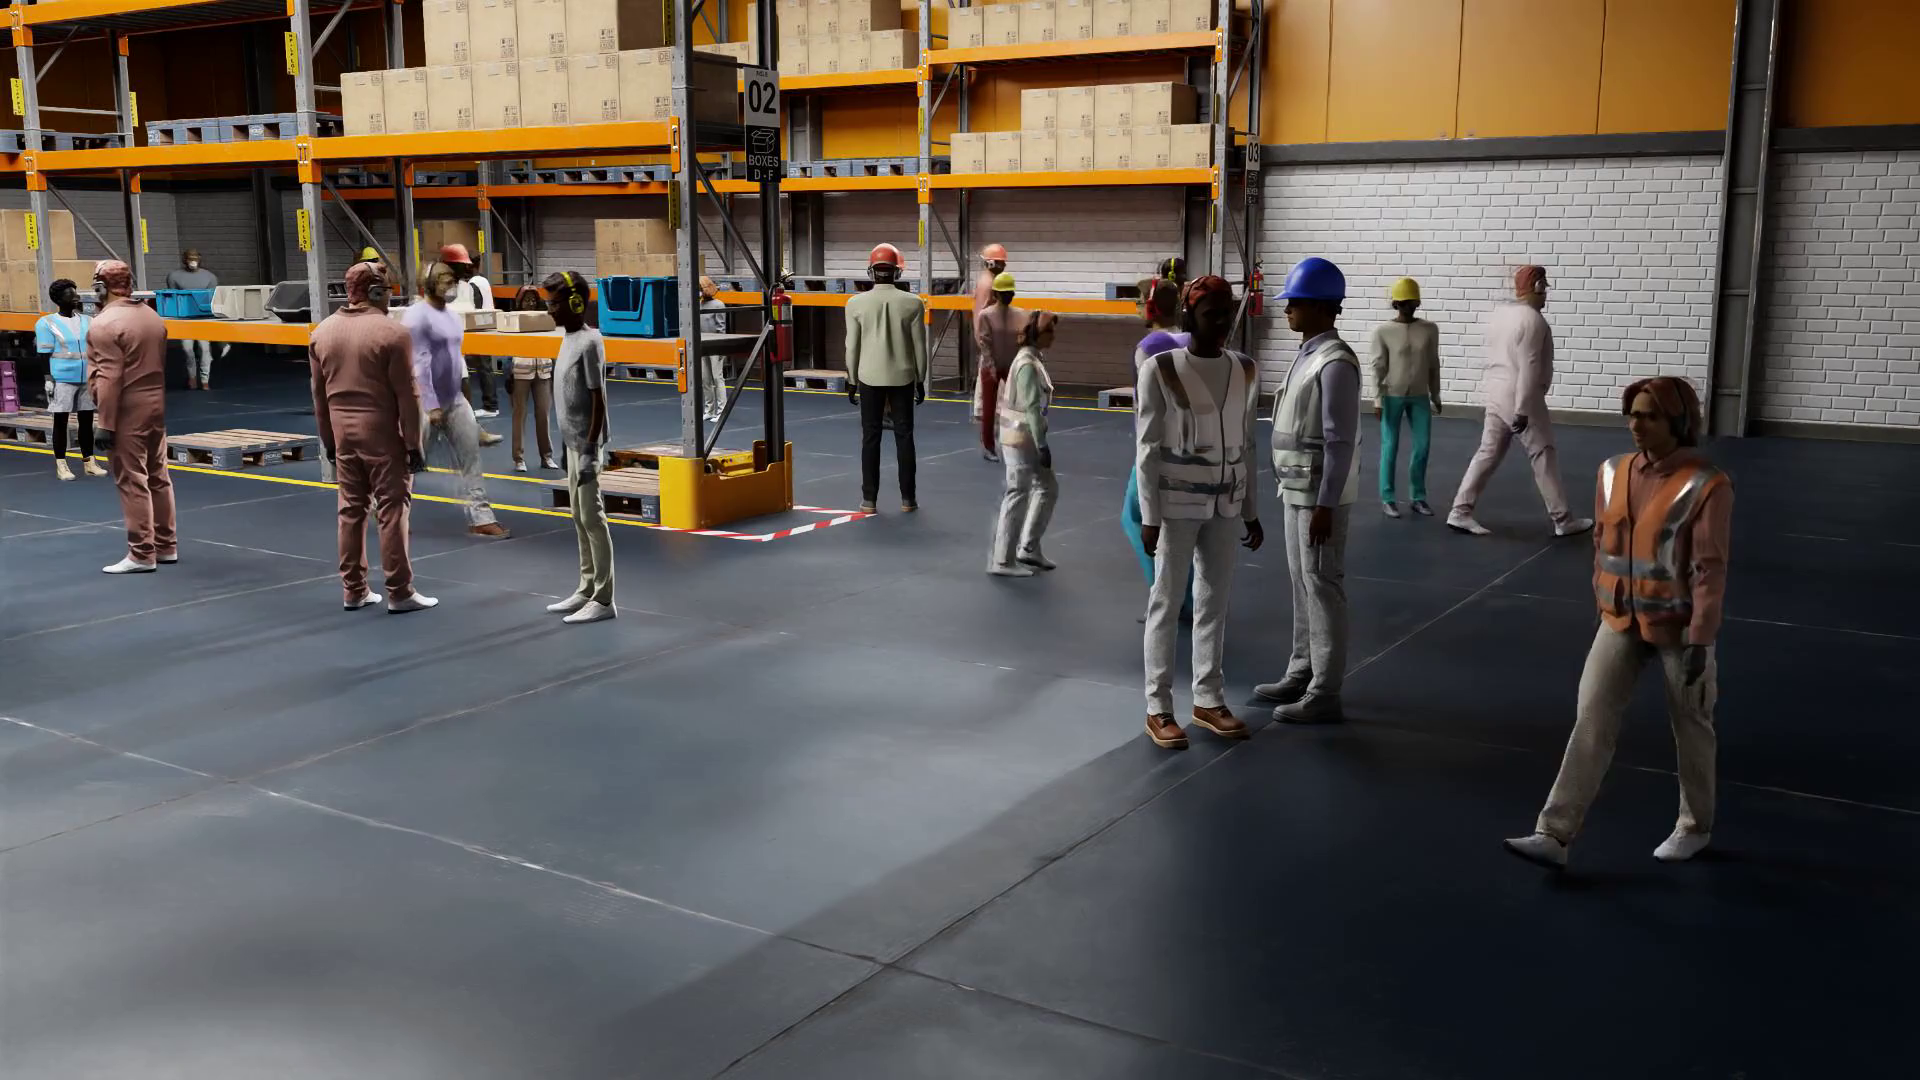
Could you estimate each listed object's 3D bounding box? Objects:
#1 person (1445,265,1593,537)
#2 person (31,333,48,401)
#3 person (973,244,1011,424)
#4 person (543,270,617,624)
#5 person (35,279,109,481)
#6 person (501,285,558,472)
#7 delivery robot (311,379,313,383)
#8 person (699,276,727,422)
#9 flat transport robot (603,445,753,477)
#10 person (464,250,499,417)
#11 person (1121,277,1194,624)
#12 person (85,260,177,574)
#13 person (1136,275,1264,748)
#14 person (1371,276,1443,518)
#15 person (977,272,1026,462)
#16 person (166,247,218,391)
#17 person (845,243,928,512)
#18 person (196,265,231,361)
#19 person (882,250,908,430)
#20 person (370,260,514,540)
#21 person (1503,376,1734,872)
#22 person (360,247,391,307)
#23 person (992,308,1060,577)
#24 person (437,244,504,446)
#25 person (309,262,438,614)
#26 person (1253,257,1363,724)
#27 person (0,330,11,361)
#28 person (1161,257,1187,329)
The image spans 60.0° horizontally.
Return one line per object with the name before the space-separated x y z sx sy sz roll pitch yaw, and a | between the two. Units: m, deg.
person | 3.829 -0.942 11.398 0.968 1.852 0.646 -2 10 -11
person | -11.240 -2.535 20.752 0.863 1.655 0.535 1 10 8
person | 0.422 -2.243 18.246 0.650 1.974 0.625 0 10 1
person | -2.025 -0.488 8.829 0.327 1.865 0.517 -5 11 -26
person | -7.518 -1.355 14.085 0.317 1.700 0.539 6 12 28
person | -3.775 -1.416 14.611 0.511 1.634 0.311 -8 13 -38
delivery robot | -7.212 -1.803 19.479 0.707 0.478 0.477 -3 11 -15
person | -2.816 -2.129 18.586 0.503 1.623 0.298 8 13 37
flat transport robot | -2.299 -0.661 14.195 1.431 0.197 0.652 7 12 33
person | -5.507 -2.368 19.141 0.396 1.907 0.595 -1 10 -8
person | 1.095 -0.452 8.718 0.407 1.835 0.568 9 14 42
person | -5.089 -0.746 10.152 0.399 1.903 0.643 1 10 4
person | 0.968 -0.114 6.700 0.573 1.883 0.355 -5 11 -27
person | 3.274 -1.043 12.196 0.549 1.765 0.341 -1 10 -6
person | 0.422 -1.534 14.990 0.524 1.727 0.865 -5 11 -24
person | -10.267 -2.955 22.338 0.653 1.920 0.445 -5 11 -25
person | -0.546 -1.193 12.370 0.611 1.995 0.375 -1 10 -5
person | -12.578 -3.792 27.813 0.485 1.610 0.536 -7 12 -32
person | -0.744 -2.149 17.877 0.377 1.927 0.558 1 10 5
person | -3.573 -0.936 11.253 1.024 1.901 0.635 4 11 19
person | 2.145 0.286 5.257 0.840 1.588 0.540 -6 12 -29
person | -8.512 -3.298 24.253 0.397 1.918 0.588 0 10 2
person | 0.426 -0.574 9.989 0.525 1.617 0.543 1 10 5
person | -5.033 -1.925 16.451 1.062 1.999 0.621 4 11 19
person | -3.181 -0.551 9.061 0.649 1.904 0.401 4 11 20
person | 1.486 -0.203 7.009 0.389 1.949 0.603 0 10 -2
person | -15.037 -3.560 26.058 0.505 1.792 0.607 -10 14 -44
person | 1.979 -1.688 15.482 0.385 1.859 0.548 1 10 3
